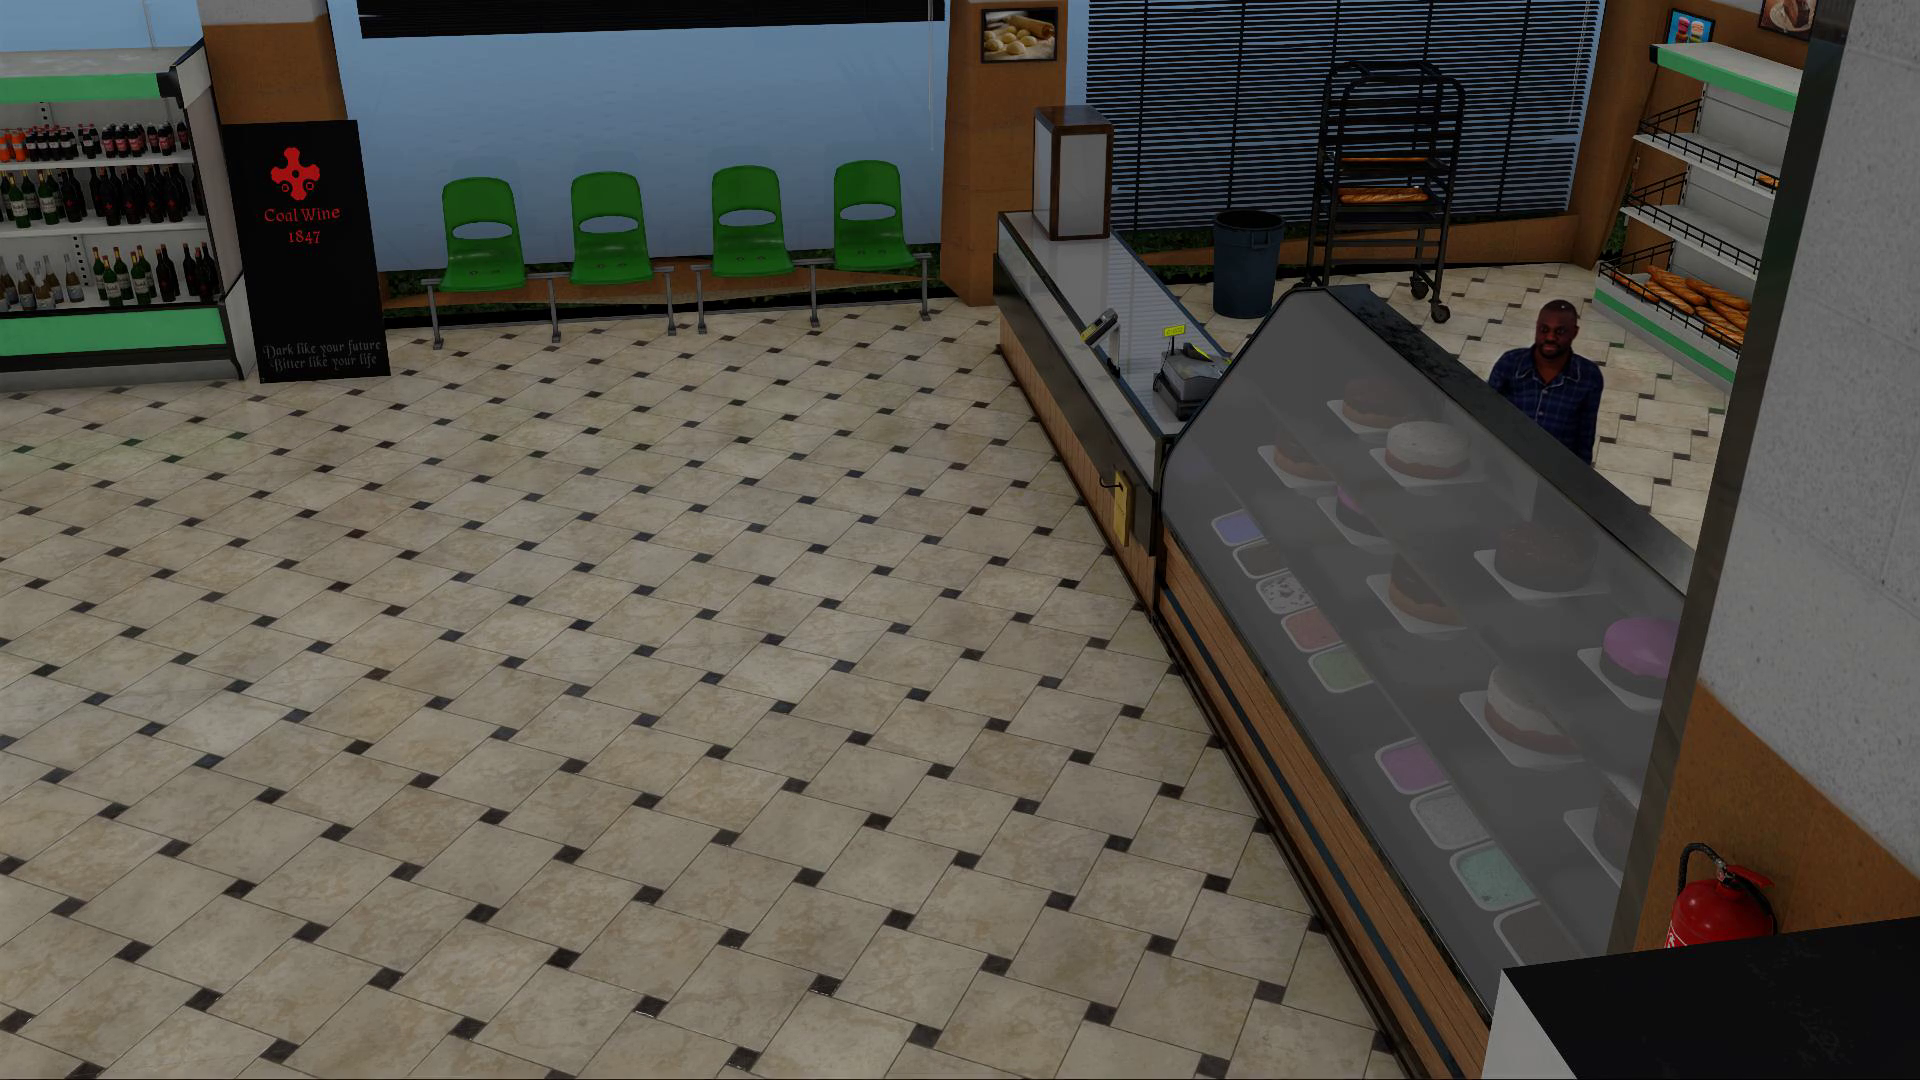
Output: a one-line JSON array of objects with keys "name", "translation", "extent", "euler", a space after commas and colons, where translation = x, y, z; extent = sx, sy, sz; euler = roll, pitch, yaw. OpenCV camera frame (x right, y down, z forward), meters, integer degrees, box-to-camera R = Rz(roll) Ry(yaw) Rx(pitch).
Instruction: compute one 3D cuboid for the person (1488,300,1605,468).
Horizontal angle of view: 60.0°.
[{"name": "person", "translation": [2.590, -0.231, 7.583], "extent": [0.717, 1.824, 0.824], "euler": [10, 29, 19]}]
